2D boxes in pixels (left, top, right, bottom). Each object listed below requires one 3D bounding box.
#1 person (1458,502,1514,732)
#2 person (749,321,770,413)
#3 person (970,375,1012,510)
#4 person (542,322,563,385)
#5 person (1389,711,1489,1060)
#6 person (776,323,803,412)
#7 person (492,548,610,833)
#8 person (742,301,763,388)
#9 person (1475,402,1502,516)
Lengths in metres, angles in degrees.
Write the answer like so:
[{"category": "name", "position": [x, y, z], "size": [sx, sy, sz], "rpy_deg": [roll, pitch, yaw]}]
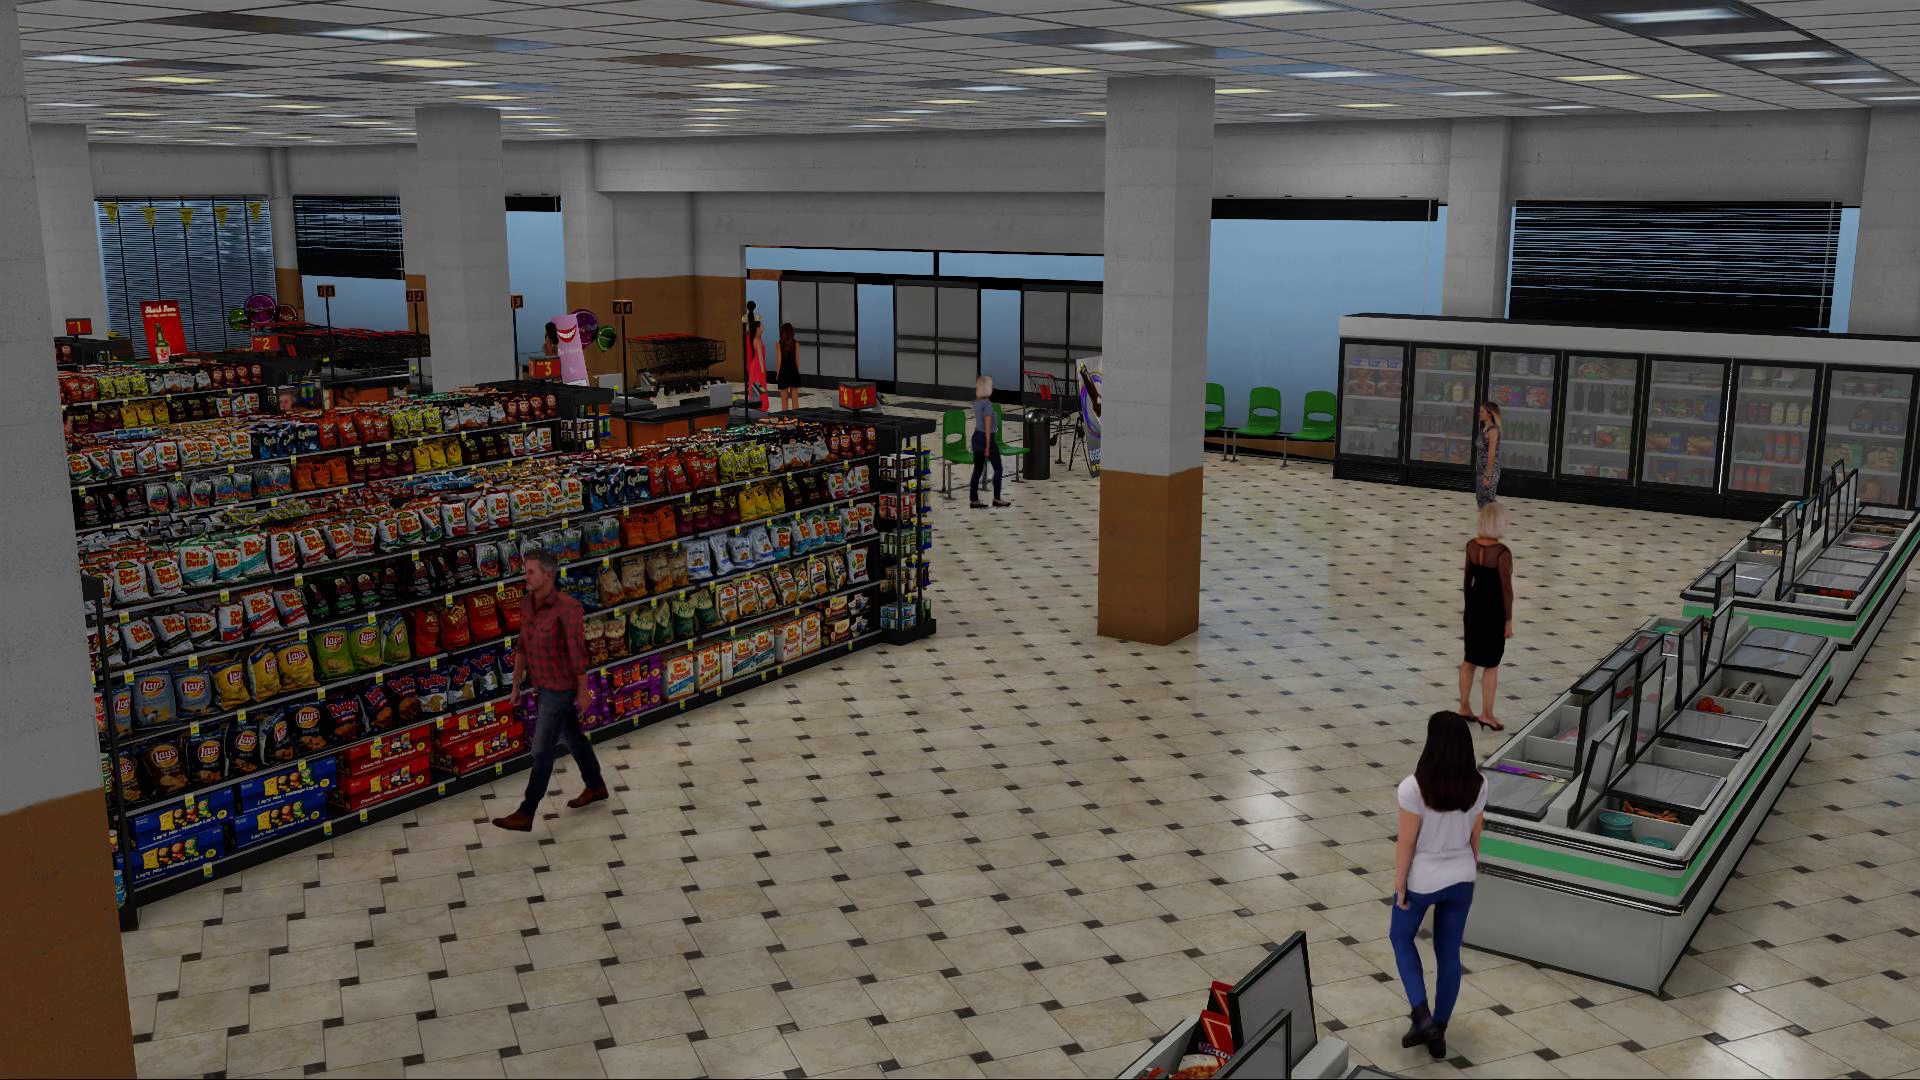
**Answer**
[{"category": "person", "position": [3.972, 0.573, 12.579], "size": [0.666, 1.746, 0.673], "rpy_deg": [-6, 13, -27]}, {"category": "person", "position": [-3.651, -3.103, 30.078], "size": [0.749, 1.727, 0.714], "rpy_deg": [-4, 13, -19]}, {"category": "person", "position": [0.226, -1.233, 21.258], "size": [0.860, 1.702, 0.749], "rpy_deg": [-6, 13, -27]}, {"category": "person", "position": [-7.540, -3.215, 30.812], "size": [0.784, 1.645, 0.636], "rpy_deg": [2, 12, 8]}, {"category": "person", "position": [2.237, 1.641, 7.674], "size": [0.754, 1.675, 0.813], "rpy_deg": [-1, 12, -7]}, {"category": "person", "position": [-2.911, -2.763, 28.203], "size": [0.631, 1.835, 0.726], "rpy_deg": [-5, 13, -21]}, {"category": "person", "position": [-2.530, 0.943, 10.732], "size": [0.834, 1.782, 1.227], "rpy_deg": [11, 16, 42]}, {"category": "person", "position": [-4.310, -4.075, 34.538], "size": [0.646, 1.792, 0.748], "rpy_deg": [-5, 13, -22]}, {"category": "person", "position": [5.987, -0.719, 18.819], "size": [0.696, 1.701, 0.588], "rpy_deg": [1, 12, 6]}]
